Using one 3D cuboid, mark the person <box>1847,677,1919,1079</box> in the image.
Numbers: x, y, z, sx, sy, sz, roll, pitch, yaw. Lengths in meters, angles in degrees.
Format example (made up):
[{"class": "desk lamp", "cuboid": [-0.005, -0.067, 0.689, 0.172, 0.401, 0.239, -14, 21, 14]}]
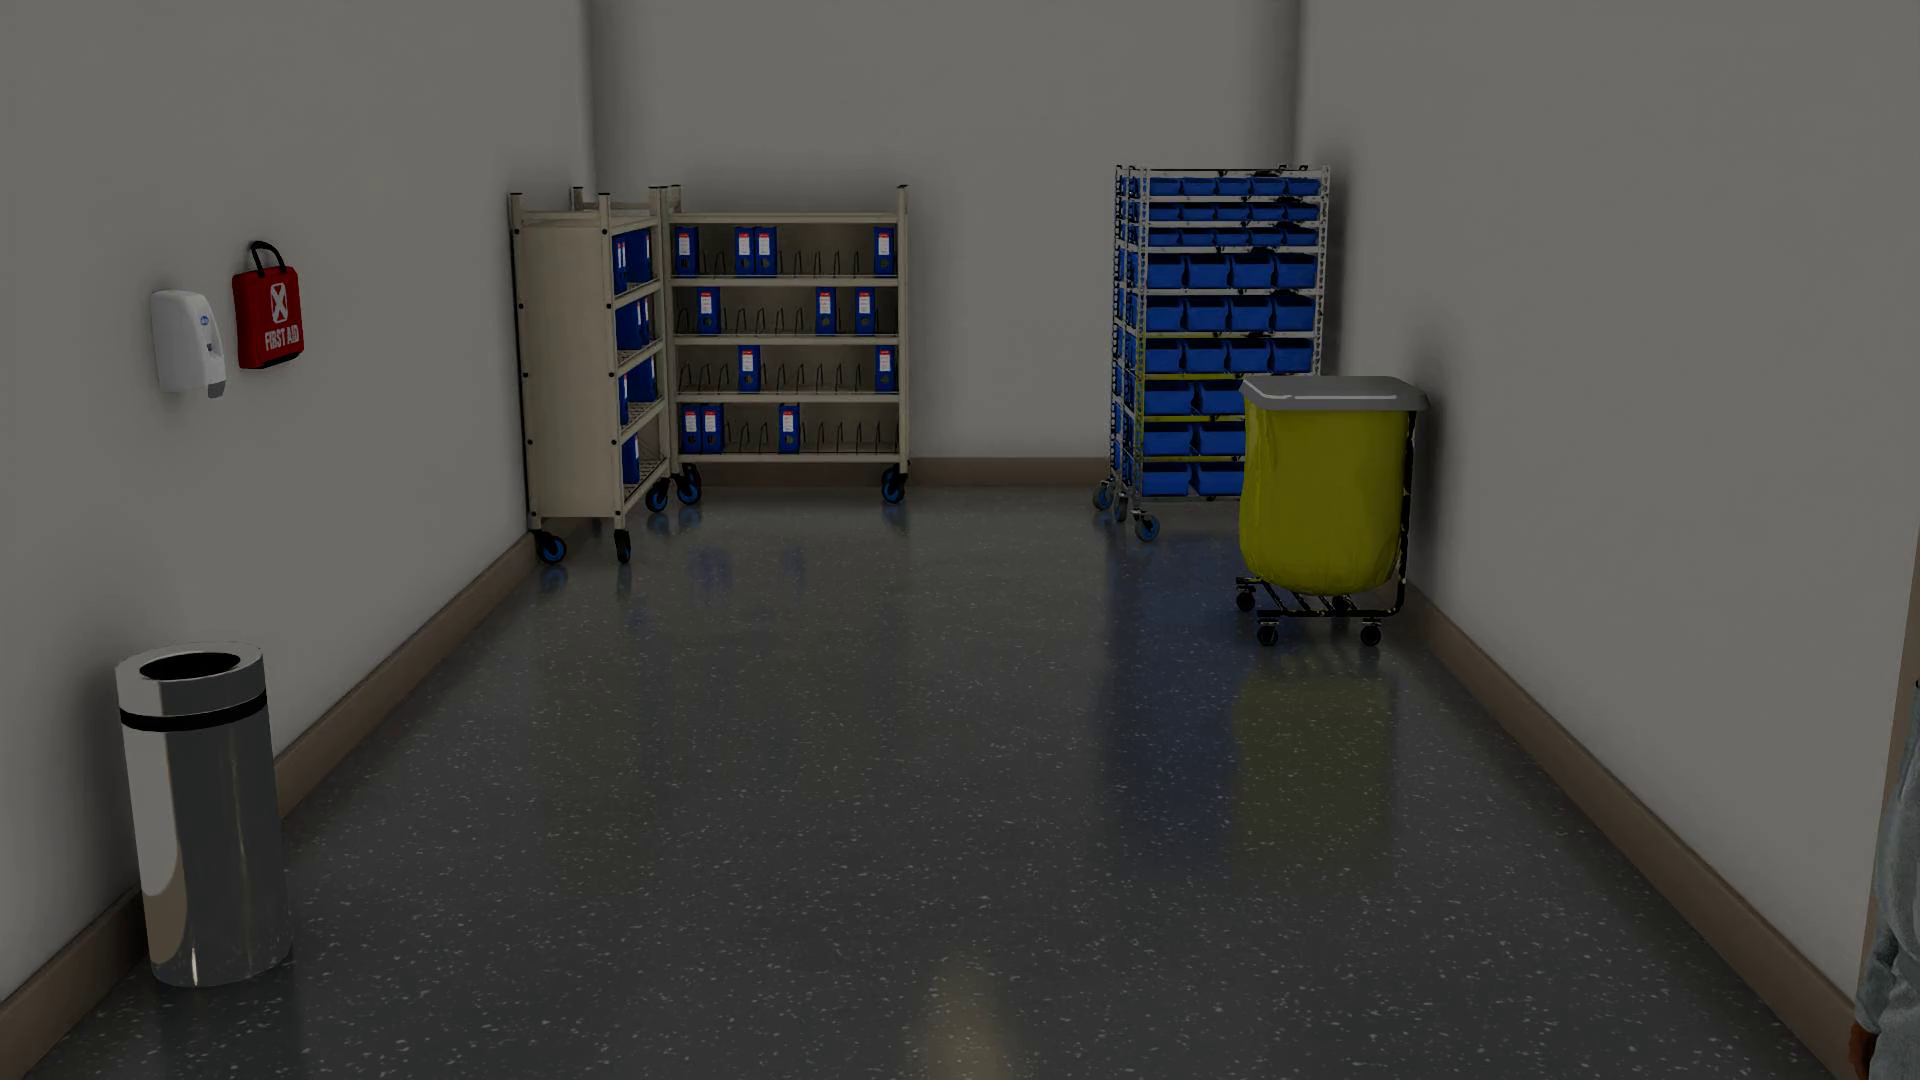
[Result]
[{"class": "person", "cuboid": [1.104, 0.576, 1.761, 0.294, 1.744, 0.487, 0, 13, 0]}]
